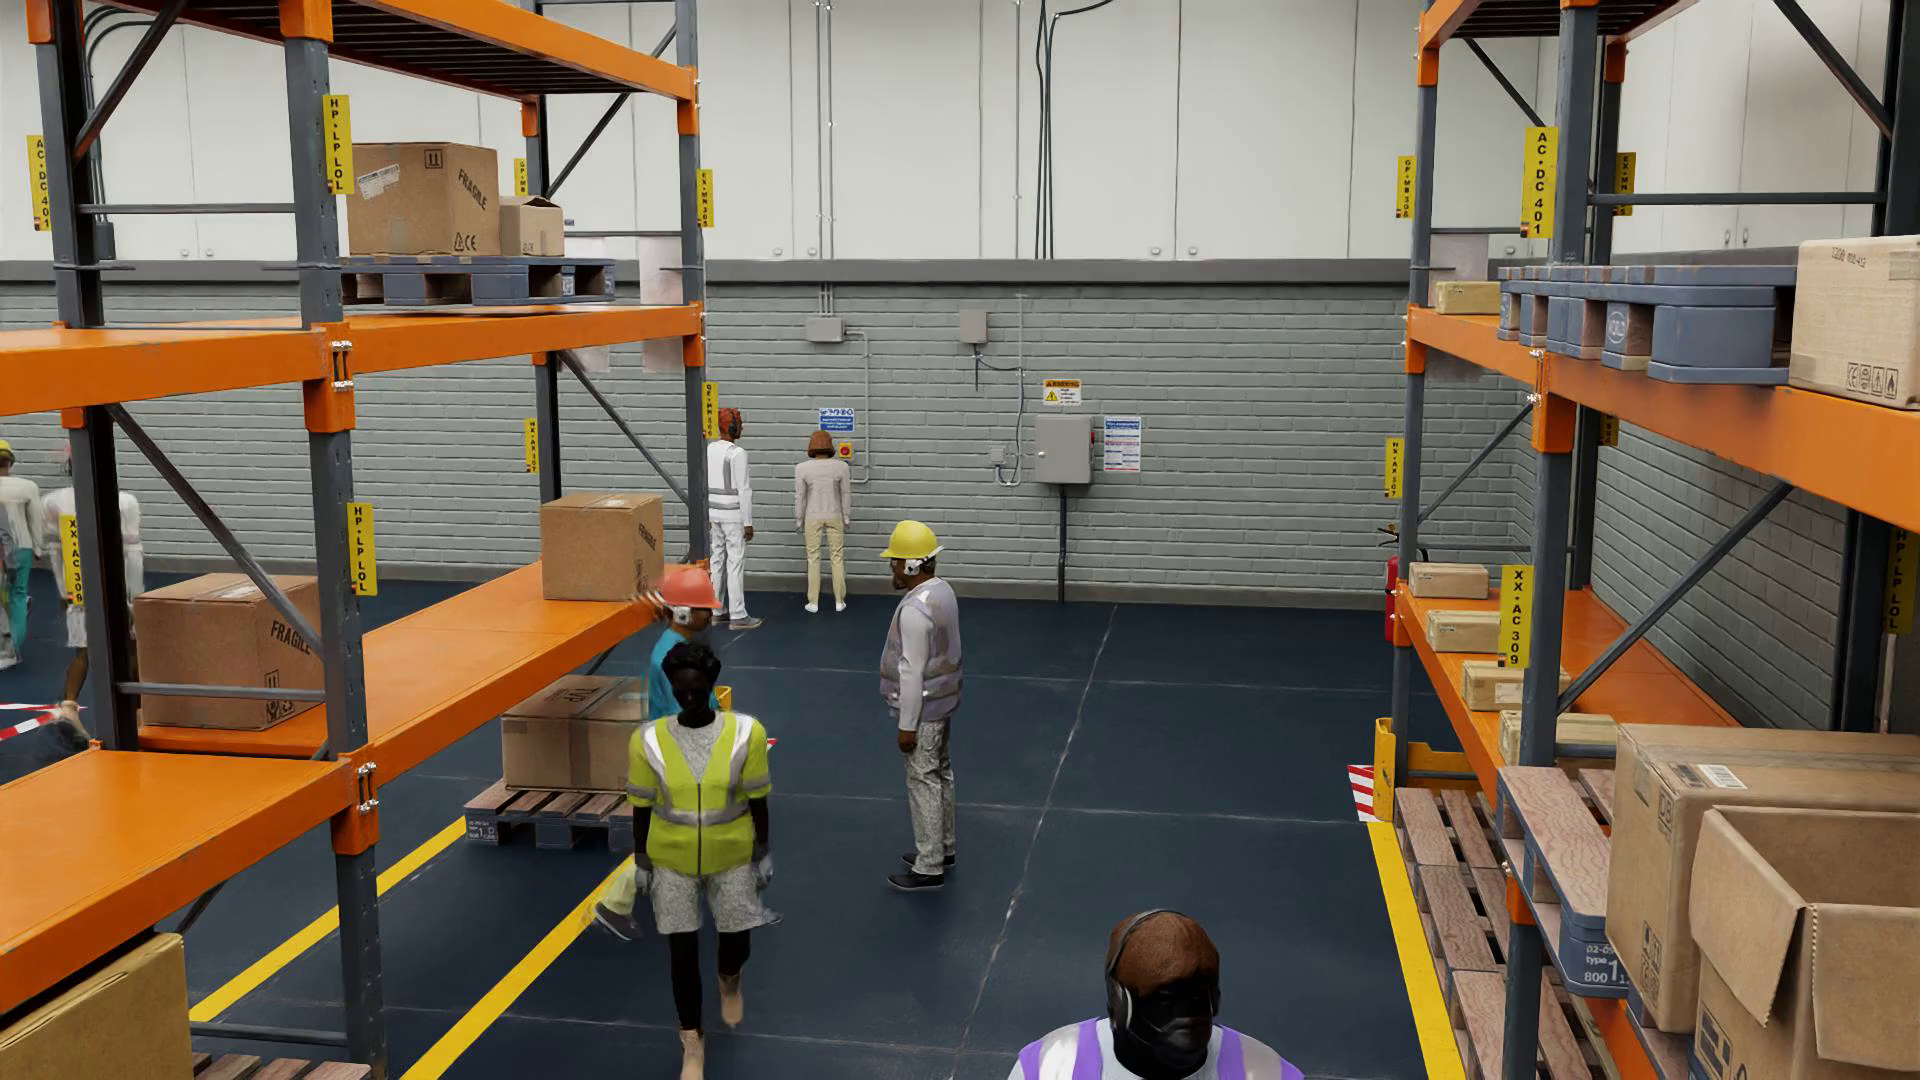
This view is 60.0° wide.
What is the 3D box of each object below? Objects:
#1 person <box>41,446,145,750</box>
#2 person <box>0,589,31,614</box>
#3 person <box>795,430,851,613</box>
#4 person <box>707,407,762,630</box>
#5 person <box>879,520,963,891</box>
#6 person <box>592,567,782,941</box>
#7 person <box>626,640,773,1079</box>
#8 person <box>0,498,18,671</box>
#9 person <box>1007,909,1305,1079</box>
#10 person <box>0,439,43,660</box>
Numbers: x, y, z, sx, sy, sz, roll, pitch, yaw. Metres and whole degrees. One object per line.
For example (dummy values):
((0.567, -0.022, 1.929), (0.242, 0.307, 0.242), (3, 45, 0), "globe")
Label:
((-5.510, 0.333, 10.580), (0.609, 2.007, 0.843), (-1, 9, -6), "person")
((-7.858, -0.044, 13.255), (0.604, 1.889, 0.743), (6, 11, 31), "person")
((-1.217, -0.167, 14.777), (0.498, 1.633, 0.284), (-2, 9, -11), "person")
((-1.948, -0.182, 14.106), (0.351, 1.882, 0.582), (-9, 13, -44), "person")
((-0.195, 0.807, 8.203), (0.404, 1.824, 0.588), (2, 9, 11), "person")
((-1.266, 0.968, 7.516), (0.806, 1.717, 0.565), (0, 9, -3), "person")
((-0.981, 1.185, 6.285), (0.543, 1.679, 0.480), (-1, 9, -7), "person")
((-7.334, 0.226, 12.405), (0.520, 1.620, 0.635), (4, 10, 23), "person")
((0.369, 1.603, 3.217), (0.627, 1.847, 0.429), (1, 9, 3), "person")
((-7.389, 0.084, 12.869), (0.559, 1.738, 0.510), (-7, 12, -37), "person")
